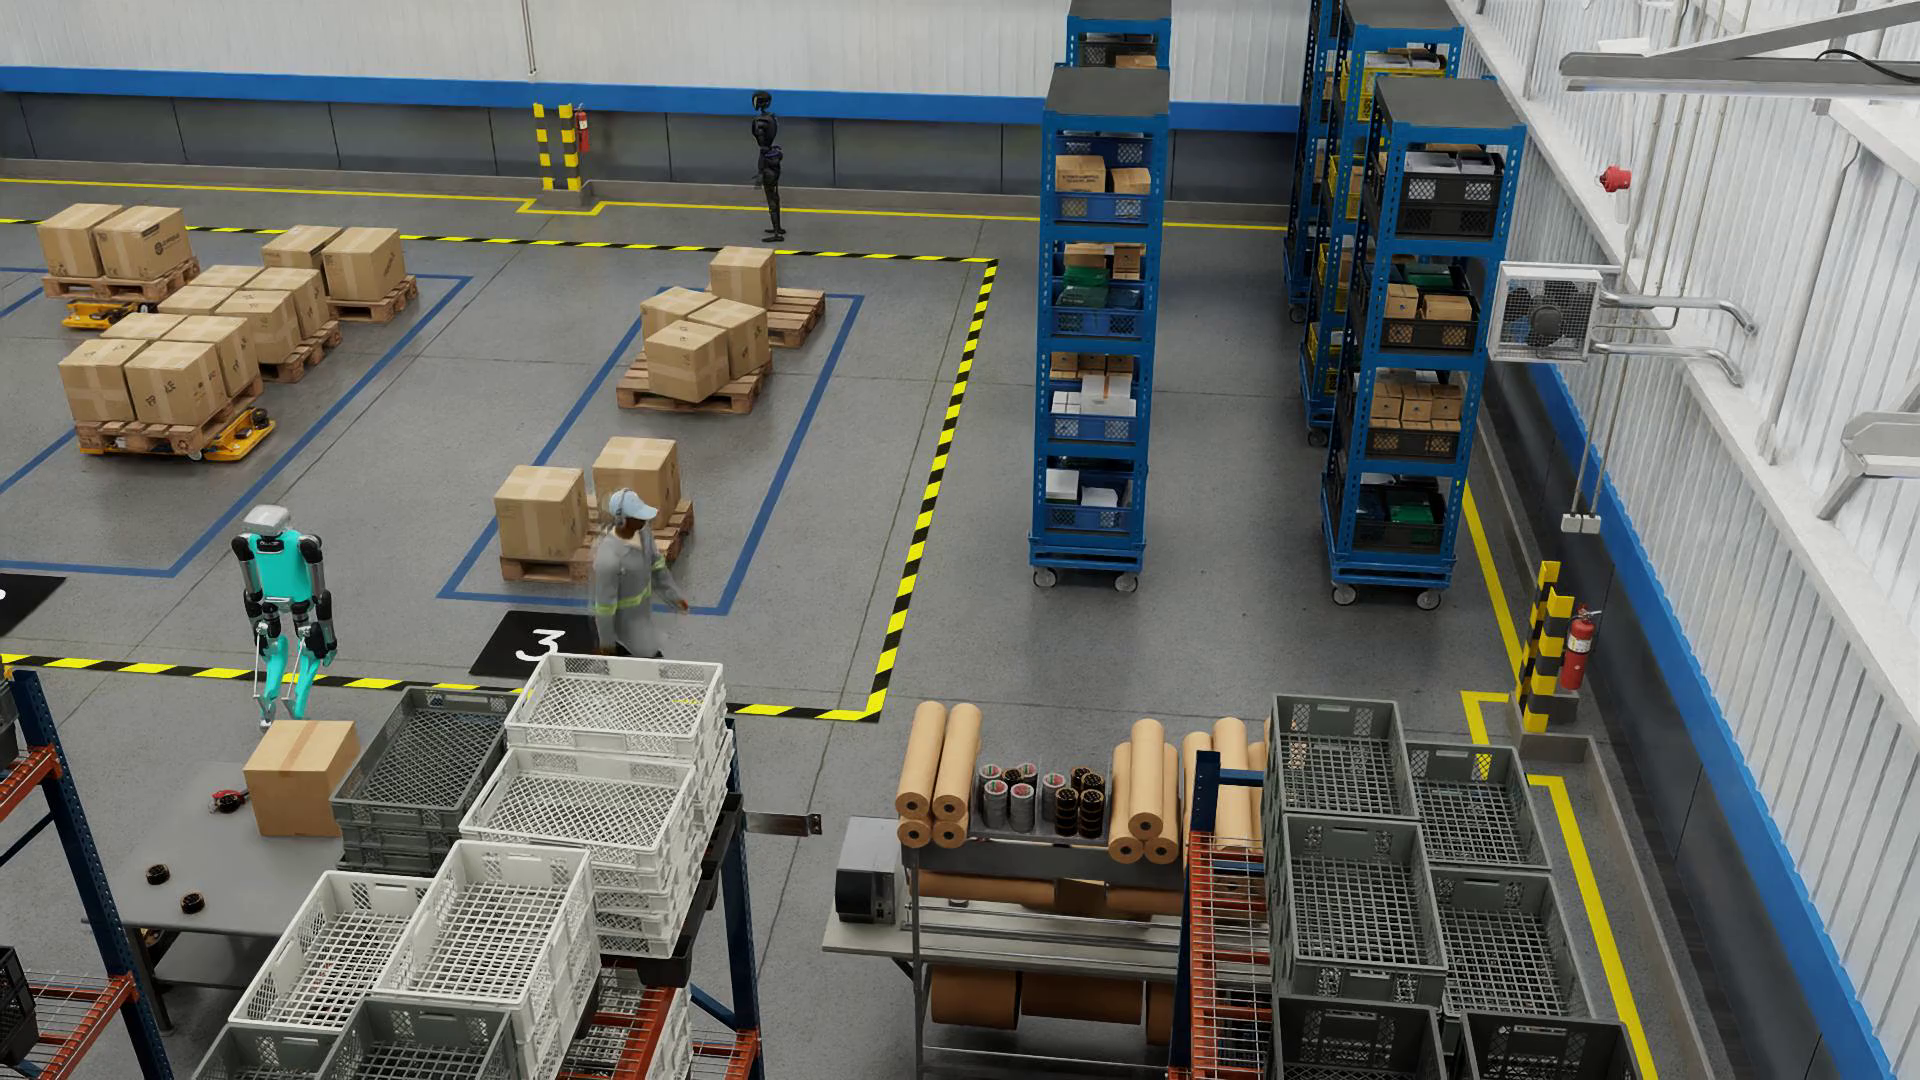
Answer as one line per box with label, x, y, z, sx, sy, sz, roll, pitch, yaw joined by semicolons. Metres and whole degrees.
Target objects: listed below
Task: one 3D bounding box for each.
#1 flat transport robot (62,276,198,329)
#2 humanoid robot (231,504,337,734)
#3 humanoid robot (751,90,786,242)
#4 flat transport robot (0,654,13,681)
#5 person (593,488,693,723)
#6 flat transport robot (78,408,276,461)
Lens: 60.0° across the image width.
flat transport robot;-8.469;-2.521;16.976;0.652;0.197;1.431;3;30;6
humanoid robot;-4.067;0.661;9.945;0.533;1.677;0.735;3;30;5
humanoid robot;-2.124;-4.127;18.347;0.315;1.657;0.599;2;30;4
flat transport robot;-7.142;0.969;11.010;1.431;0.231;0.659;3;30;6
person;-1.925;0.478;10.320;0.973;1.804;0.601;4;30;7
flat transport robot;-6.719;-0.944;14.267;1.431;0.197;0.652;3;30;6
